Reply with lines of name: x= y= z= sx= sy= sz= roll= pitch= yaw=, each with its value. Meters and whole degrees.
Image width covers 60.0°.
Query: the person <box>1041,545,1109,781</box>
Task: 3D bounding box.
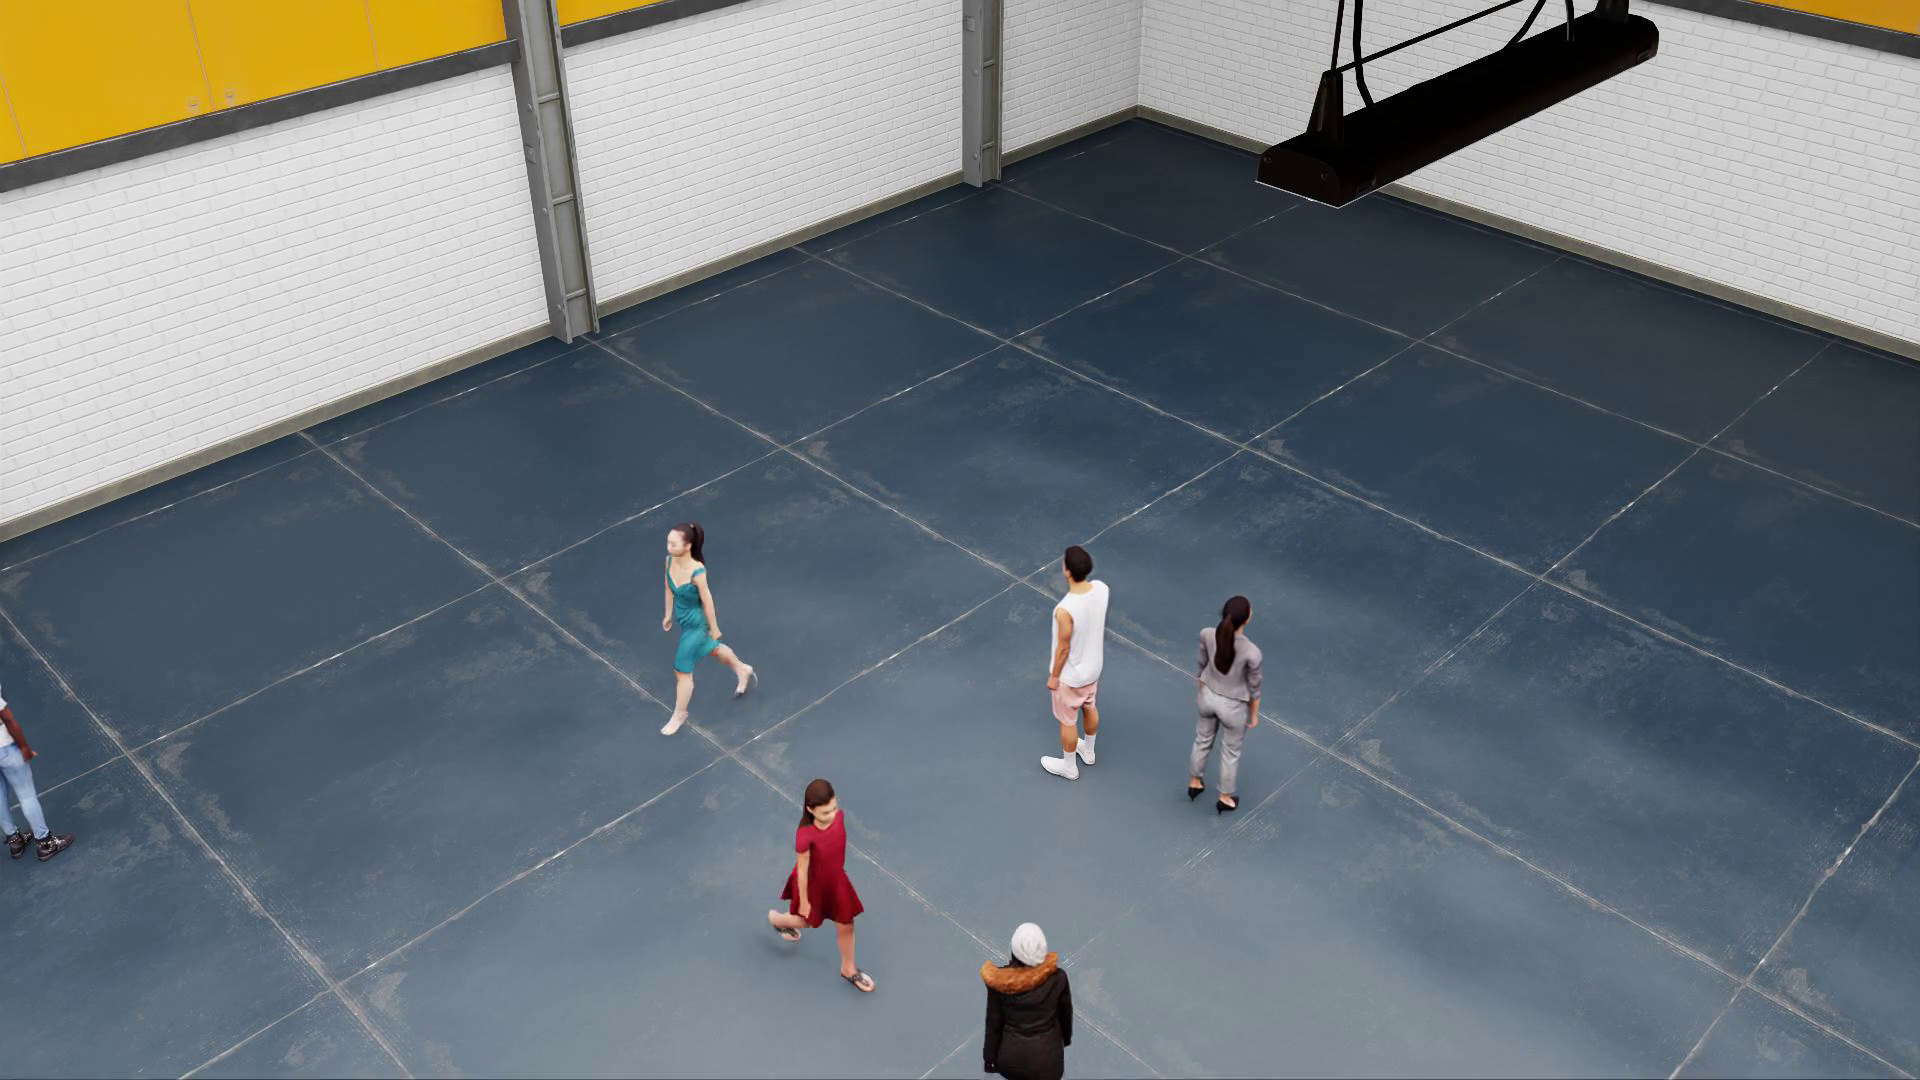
person: x=0.781 y=0.829 z=11.103 sx=0.703 sy=1.786 sz=0.485 roll=27 pitch=42 yaw=35

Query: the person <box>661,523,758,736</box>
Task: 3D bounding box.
person: x=-1.787 y=0.563 z=11.632 sx=1.061 sy=1.643 sz=0.593 roll=-26 pitch=42 yaw=-34

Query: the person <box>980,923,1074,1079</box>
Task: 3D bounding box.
person: x=0.349 y=2.661 z=8.511 sx=1.030 sy=1.604 sz=1.129 roll=0 pitch=34 yaw=1

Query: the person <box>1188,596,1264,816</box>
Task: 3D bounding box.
person: x=1.716 y=1.076 z=10.835 sx=0.632 sy=1.672 sz=0.603 roll=24 pitch=40 yaw=31

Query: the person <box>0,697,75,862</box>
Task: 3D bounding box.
person: x=-6.073 y=1.303 z=10.451 sx=0.668 sy=1.719 sz=0.687 roll=8 pitch=34 yaw=11

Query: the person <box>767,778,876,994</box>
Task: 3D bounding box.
person: x=-0.857 y=1.944 z=9.663 sx=0.651 sy=1.523 sz=0.959 roll=25 pitch=41 yaw=33
